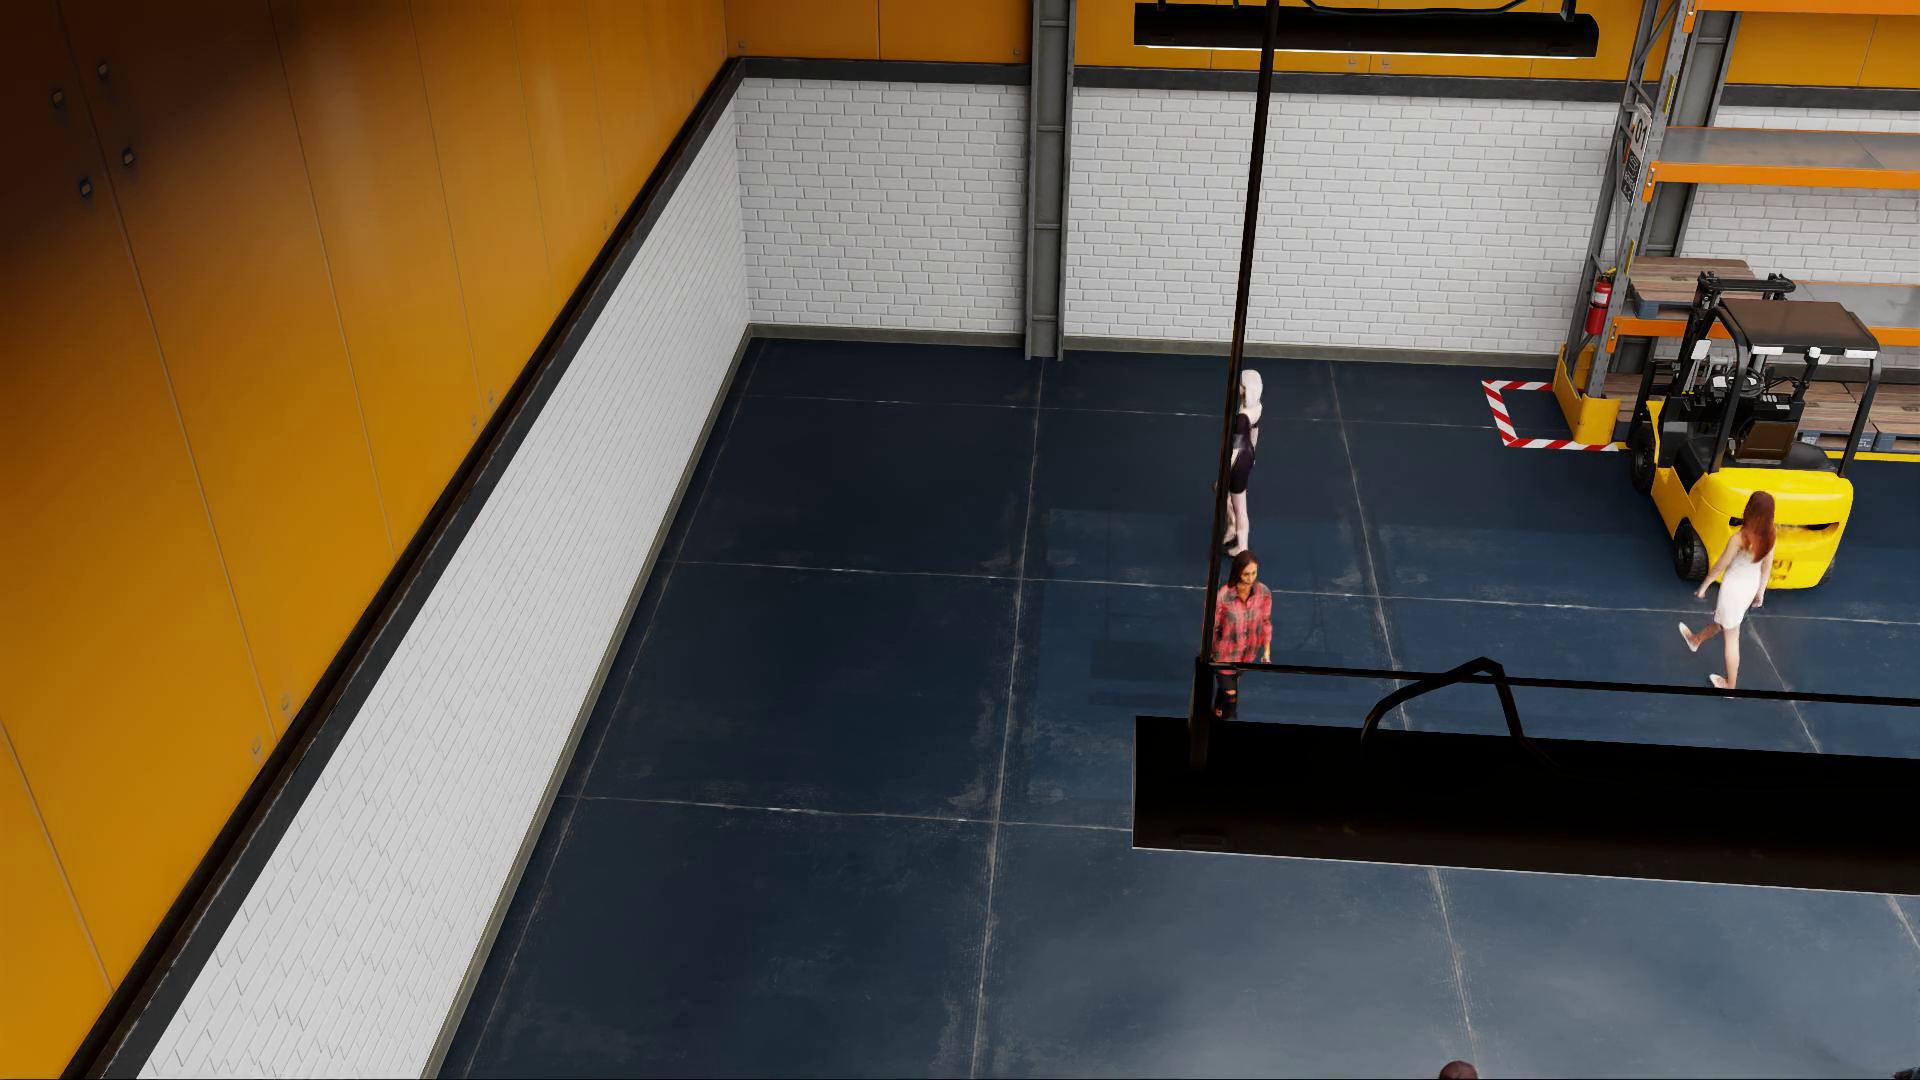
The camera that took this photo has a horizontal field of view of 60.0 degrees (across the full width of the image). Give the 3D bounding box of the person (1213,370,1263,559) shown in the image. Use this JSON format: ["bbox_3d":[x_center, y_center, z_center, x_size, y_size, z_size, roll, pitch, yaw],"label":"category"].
[{"bbox_3d":[2.429,-0.589,13.917,0.705,1.817,0.690,13,36,18],"label":"person"}]

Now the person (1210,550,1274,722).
[{"bbox_3d":[1.954,0.756,12.023,1.032,1.672,0.940,-11,35,-15],"label":"person"}]

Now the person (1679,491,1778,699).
[{"bbox_3d":[5.894,0.445,12.483,1.048,1.682,0.902,-10,35,-14],"label":"person"}]
